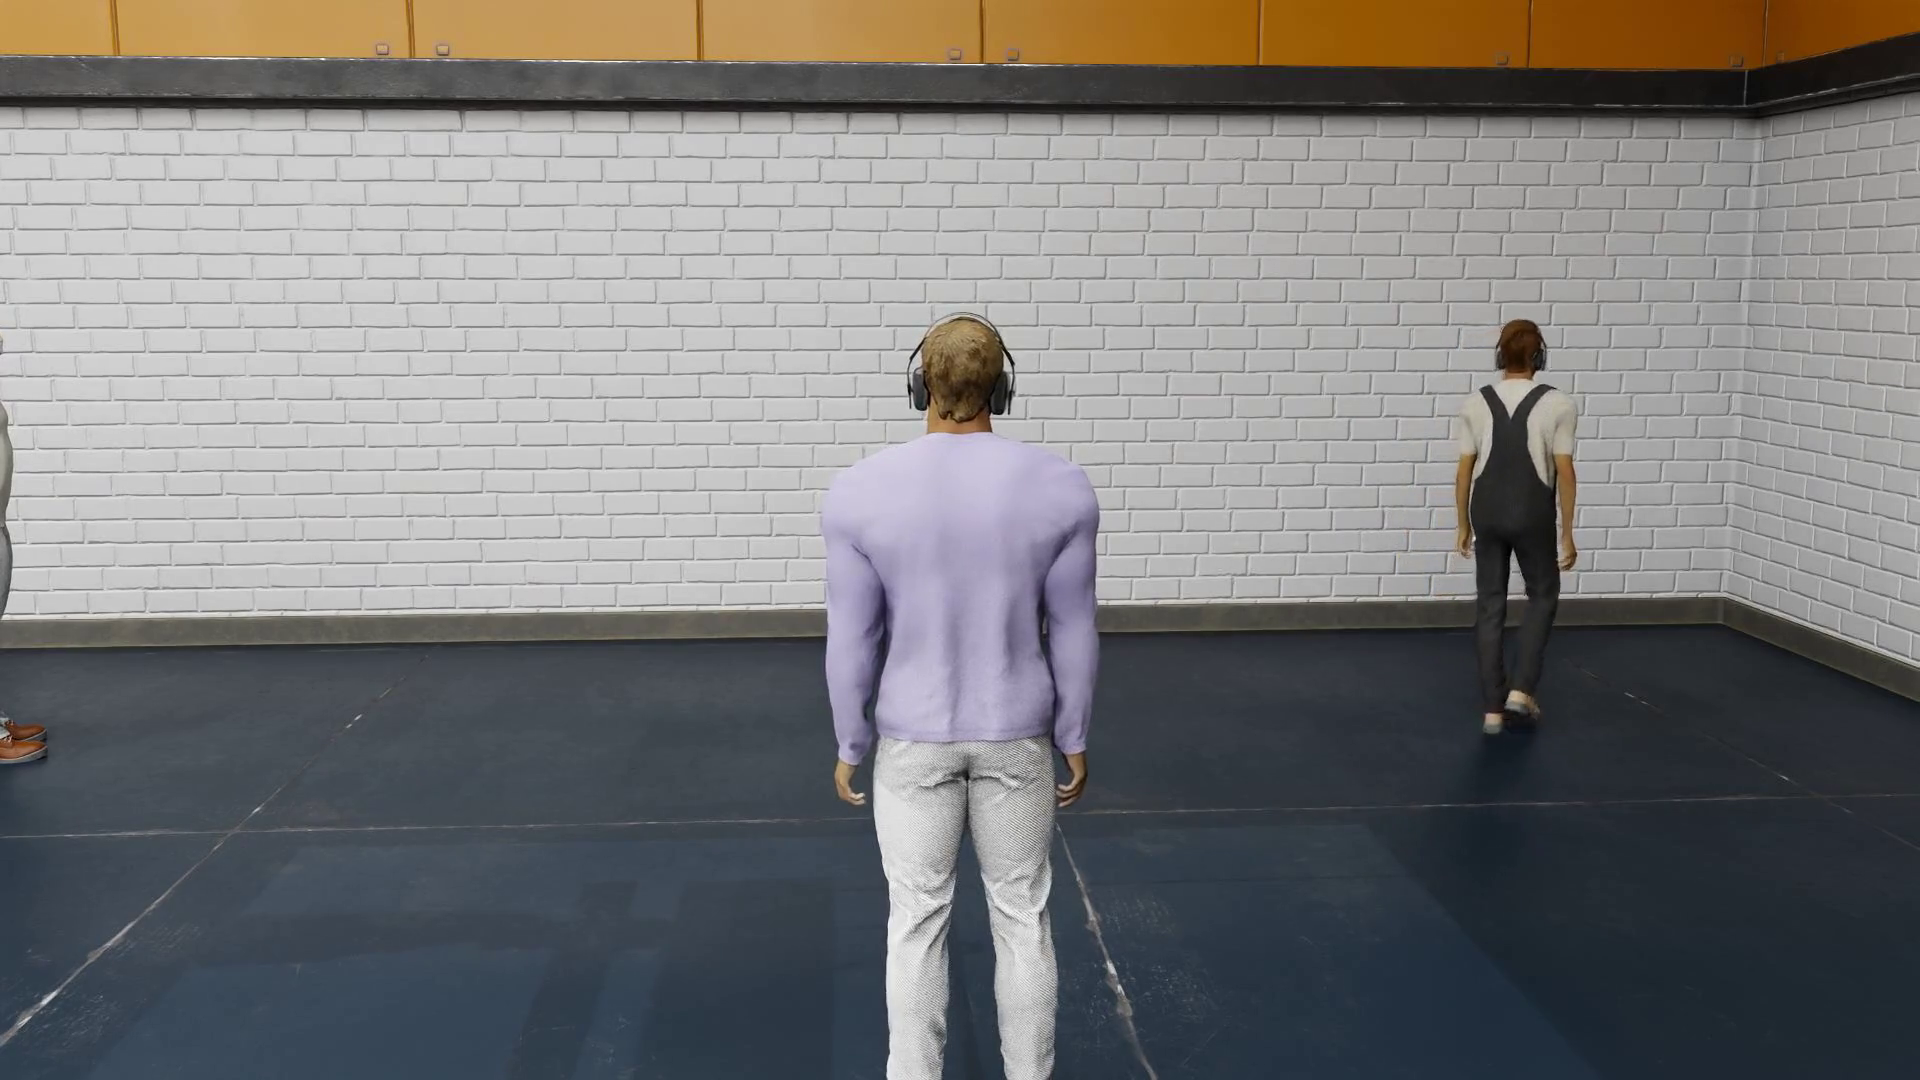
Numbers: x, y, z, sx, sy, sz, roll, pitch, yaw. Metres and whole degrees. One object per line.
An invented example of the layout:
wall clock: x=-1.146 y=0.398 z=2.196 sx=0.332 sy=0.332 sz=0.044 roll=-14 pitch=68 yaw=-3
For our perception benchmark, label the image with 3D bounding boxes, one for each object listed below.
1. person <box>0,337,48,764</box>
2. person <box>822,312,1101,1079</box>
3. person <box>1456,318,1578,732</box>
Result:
person: x=-4.087 y=-0.040 z=6.931 sx=0.372 sy=1.940 sz=0.632 roll=-5 pitch=10 yaw=-27
person: x=0.004 y=0.456 z=3.816 sx=0.627 sy=1.940 sz=0.373 roll=-1 pitch=9 yaw=-4
person: x=2.470 y=-0.059 z=7.376 sx=0.550 sy=1.830 sz=0.441 roll=6 pitch=11 yaw=31
